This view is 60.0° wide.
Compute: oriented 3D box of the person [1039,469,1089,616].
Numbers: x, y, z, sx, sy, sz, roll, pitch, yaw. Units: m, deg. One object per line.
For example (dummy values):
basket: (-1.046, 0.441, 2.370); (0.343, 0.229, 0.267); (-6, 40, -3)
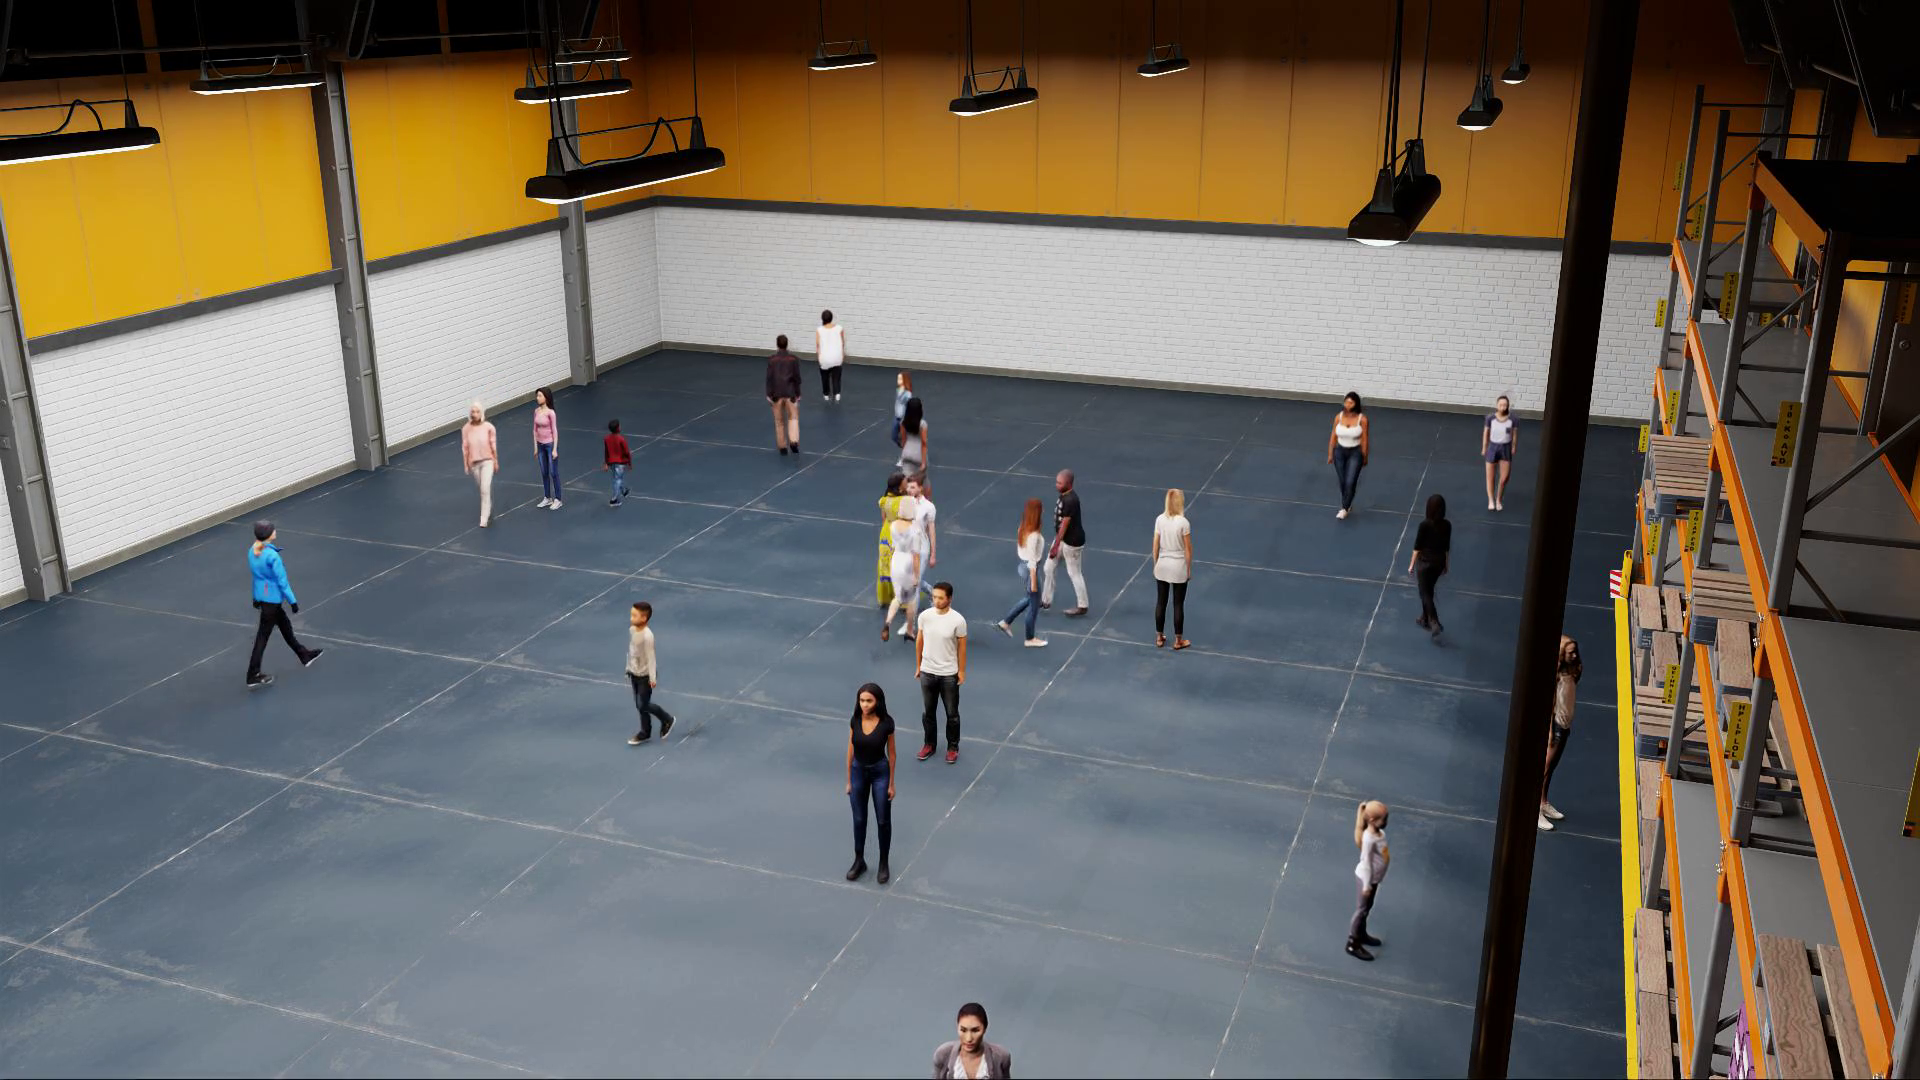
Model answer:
person: (1.357, 0.049, 19.317); (0.974, 1.776, 1.013); (-2, 19, -7)

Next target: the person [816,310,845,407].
person: (-2.249, -3.165, 29.047); (0.961, 1.657, 1.194); (-2, 19, -6)

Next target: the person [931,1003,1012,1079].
person: (0.064, 3.391, 9.547); (0.694, 1.679, 0.697); (0, 19, 1)

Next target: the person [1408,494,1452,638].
person: (5.344, 0.310, 18.781); (0.907, 1.624, 1.058); (-5, 19, -14)

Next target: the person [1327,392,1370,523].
person: (5.388, -1.168, 22.931); (0.827, 1.776, 1.137); (12, 22, 31)

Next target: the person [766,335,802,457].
person: (-2.727, -2.218, 25.834); (0.902, 1.913, 0.969); (-4, 19, -13)

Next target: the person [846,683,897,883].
person: (-0.727, 1.971, 13.669); (0.591, 1.739, 0.570); (4, 19, 11)

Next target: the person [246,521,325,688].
person: (-7.311, 0.701, 17.431); (0.917, 1.745, 1.242); (15, 24, 38)

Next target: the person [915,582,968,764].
person: (-0.177, 1.231, 15.775); (0.650, 1.798, 0.544); (5, 19, 15)

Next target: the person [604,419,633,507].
person: (-4.875, -1.071, 23.503); (0.513, 1.227, 0.848); (7, 20, 20)

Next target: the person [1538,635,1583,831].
person: (5.192, 1.656, 14.573); (0.698, 1.759, 0.567); (15, 24, 38)

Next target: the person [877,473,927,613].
person: (-0.730, 0.008, 19.624); (0.975, 1.657, 0.953); (16, 24, 39)

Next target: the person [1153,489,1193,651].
person: (2.346, 0.322, 18.432); (0.637, 1.824, 0.575); (10, 21, 27)

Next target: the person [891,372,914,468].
person: (-0.808, -1.859, 25.459); (0.711, 1.472, 0.678); (-12, 22, -32)

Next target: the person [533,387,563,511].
person: (-5.800, -1.308, 23.402); (0.621, 1.742, 0.582); (12, 22, 33)

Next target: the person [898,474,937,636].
person: (-0.449, 0.131, 19.000); (0.881, 1.824, 1.217); (13, 23, 34)

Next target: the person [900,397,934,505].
person: (-0.661, -1.027, 22.591); (0.640, 1.726, 1.125); (8, 20, 22)

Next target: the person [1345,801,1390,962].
person: (3.102, 2.561, 12.643); (0.572, 1.276, 0.457); (10, 21, 27)

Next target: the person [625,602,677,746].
person: (-3.019, 1.286, 16.151); (0.810, 1.453, 0.730); (-13, 23, -34)

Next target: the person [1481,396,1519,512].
person: (7.556, -1.234, 23.344); (0.610, 1.639, 0.560); (6, 19, 17)

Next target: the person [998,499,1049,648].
person: (0.687, 0.377, 18.436); (0.860, 1.716, 0.839); (-4, 19, -11)

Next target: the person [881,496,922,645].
person: (-0.653, 0.380, 18.409); (0.702, 1.729, 0.894); (12, 22, 32)

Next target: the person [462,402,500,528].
person: (-6.540, -1.051, 22.747); (0.958, 1.672, 1.243); (-2, 19, -6)
